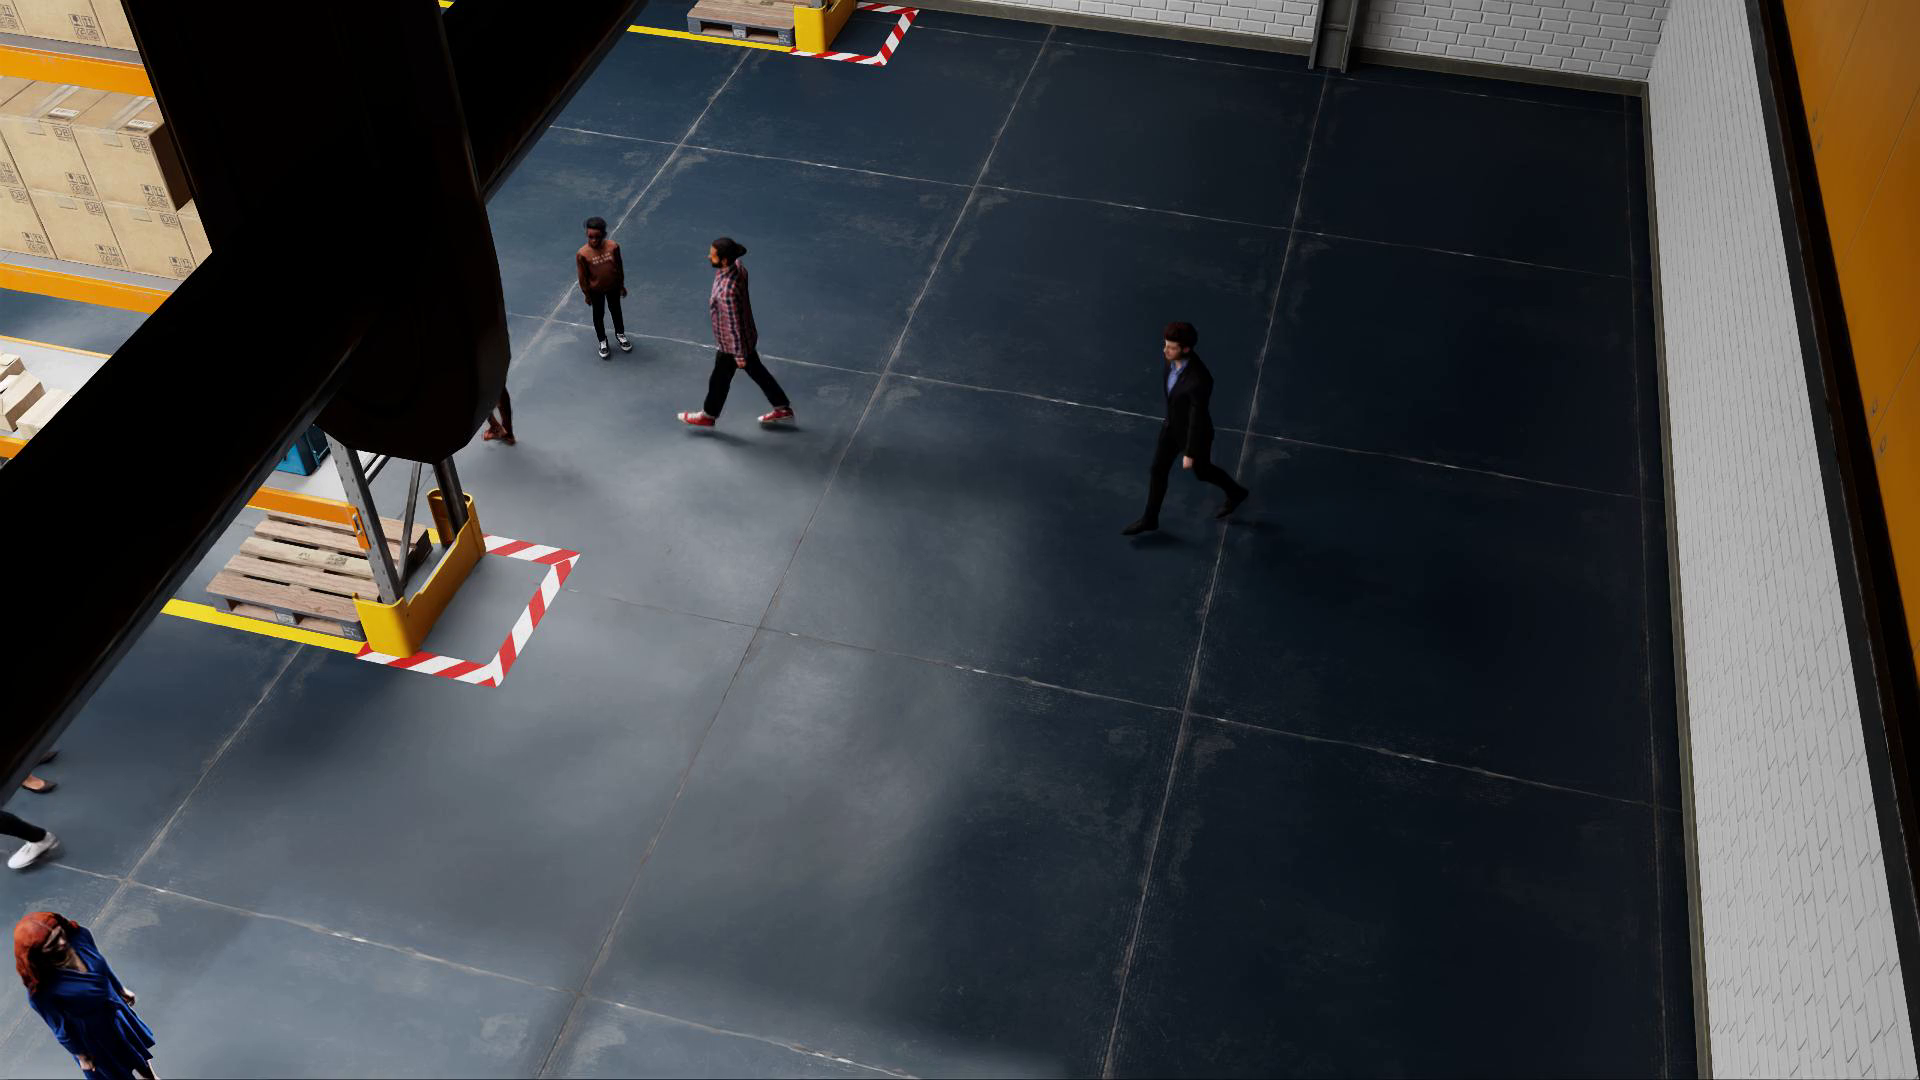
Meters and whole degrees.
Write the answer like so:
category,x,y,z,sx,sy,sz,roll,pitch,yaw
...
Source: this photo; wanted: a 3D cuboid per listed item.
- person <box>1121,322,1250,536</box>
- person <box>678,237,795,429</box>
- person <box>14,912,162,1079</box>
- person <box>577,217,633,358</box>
category,x,y,z,sx,sy,sz,roll,pitch,yaw
person,1.690,-0.798,11.775,1.327,1.845,1.196,-17,46,-17
person,-1.635,-1.533,12.632,1.212,1.727,0.880,1,44,1
person,-4.342,2.440,8.388,0.599,1.829,0.637,5,44,6
person,-2.900,-2.085,13.556,0.577,1.253,0.647,-19,47,-19
